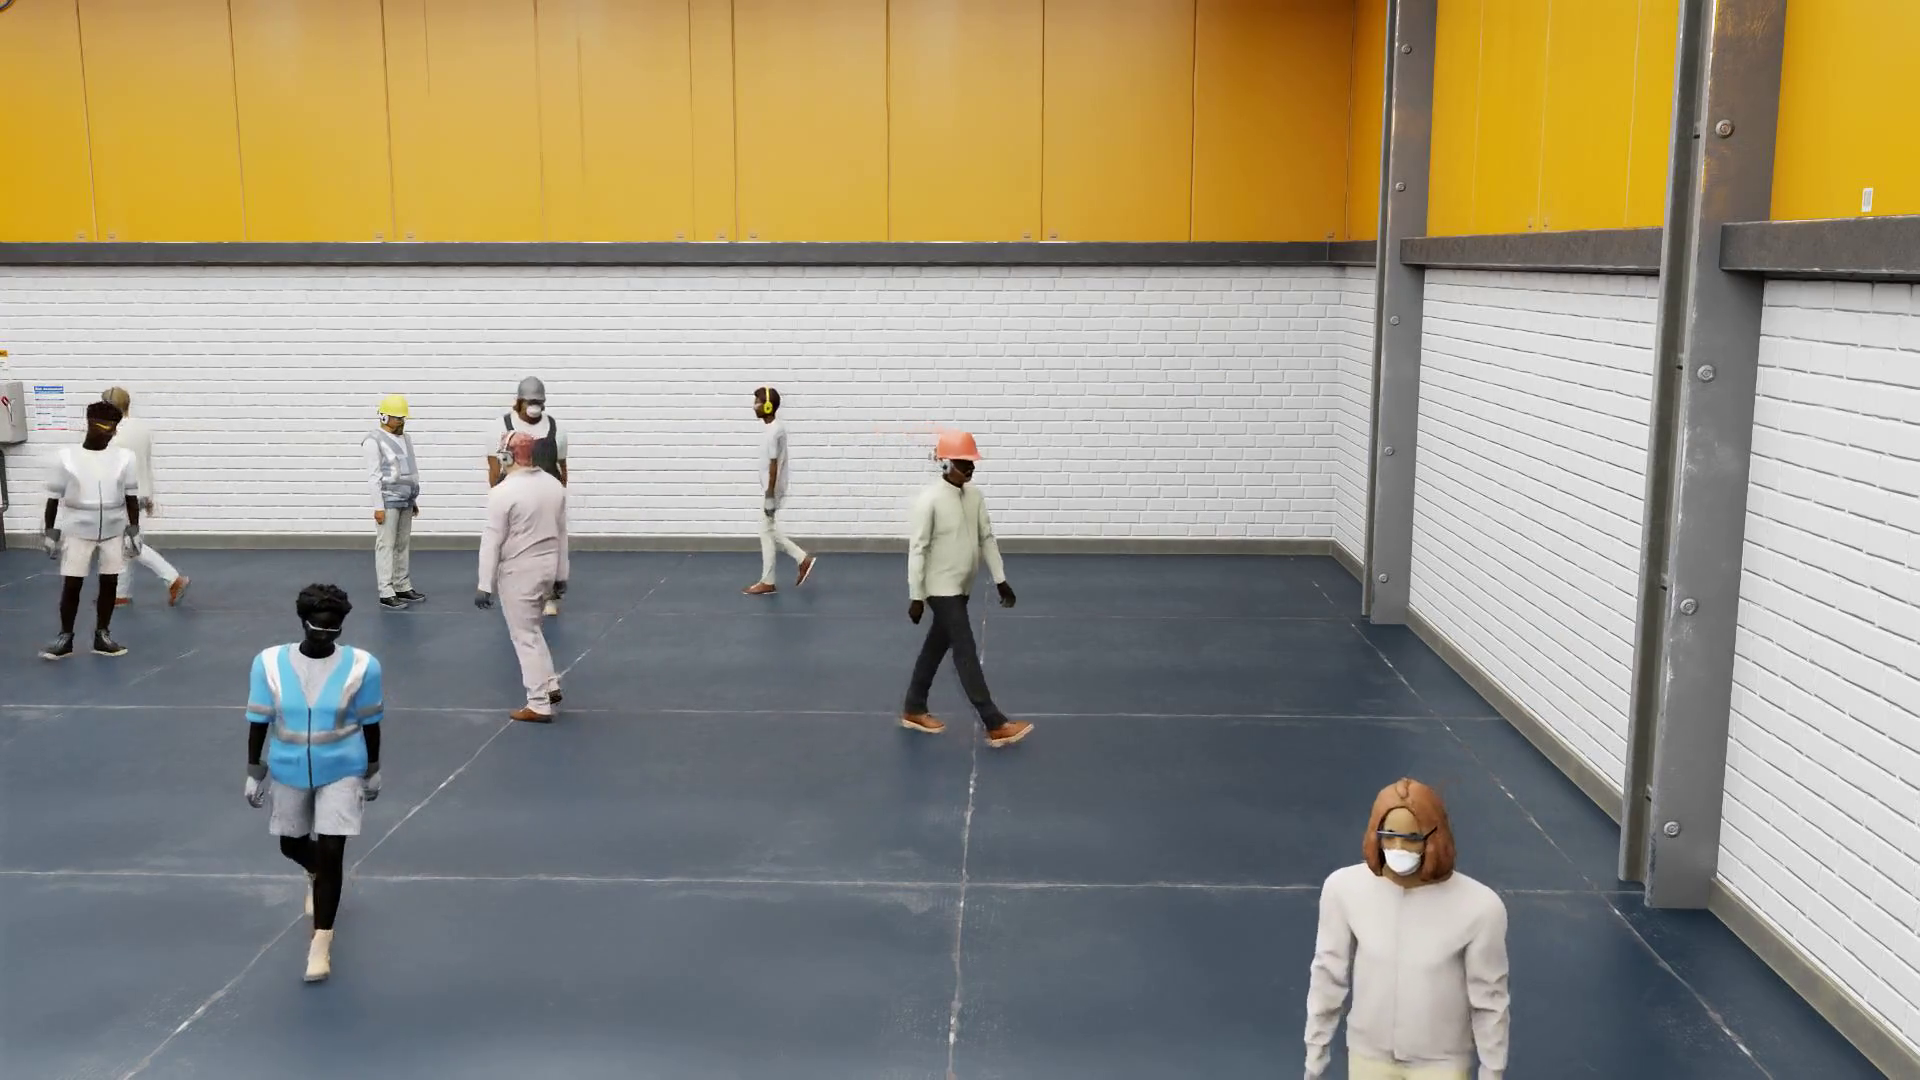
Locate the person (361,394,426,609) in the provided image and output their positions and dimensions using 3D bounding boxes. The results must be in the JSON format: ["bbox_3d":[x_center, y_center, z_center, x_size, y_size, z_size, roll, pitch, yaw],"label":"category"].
[{"bbox_3d":[-4.831,-0.335,14.236,0.403,1.823,0.586,2,10,13],"label":"person"}]

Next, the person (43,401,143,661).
[{"bbox_3d":[-6.457,-0.064,12.362,0.713,1.936,0.373,-8,13,-40],"label":"person"}]

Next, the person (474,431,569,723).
[{"bbox_3d":[-2.814,0.244,10.675,0.488,1.890,0.650,4,10,22],"label":"person"}]

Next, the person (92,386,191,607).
[{"bbox_3d":[-6.960,-0.345,14.047,0.890,1.915,0.650,1,10,4],"label":"person"}]

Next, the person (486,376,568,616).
[{"bbox_3d":[-3.646,-0.413,14.059,0.683,2.000,0.823,-4,10,-21],"label":"person"}]

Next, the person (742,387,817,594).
[{"bbox_3d":[-1.624,-0.431,14.703,0.579,1.855,0.537,-1,10,-5],"label":"person"}]

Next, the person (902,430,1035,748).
[{"bbox_3d":[0.025,0.291,10.216,1.034,1.933,0.607,6,11,30],"label":"person"}]

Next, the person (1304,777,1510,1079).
[{"bbox_3d":[1.199,1.430,4.507,0.531,1.617,0.411,6,11,30],"label":"person"}]

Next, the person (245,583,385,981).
[{"bbox_3d":[-2.725,0.965,7.095,0.564,1.659,0.742,-1,10,-9],"label":"person"}]
